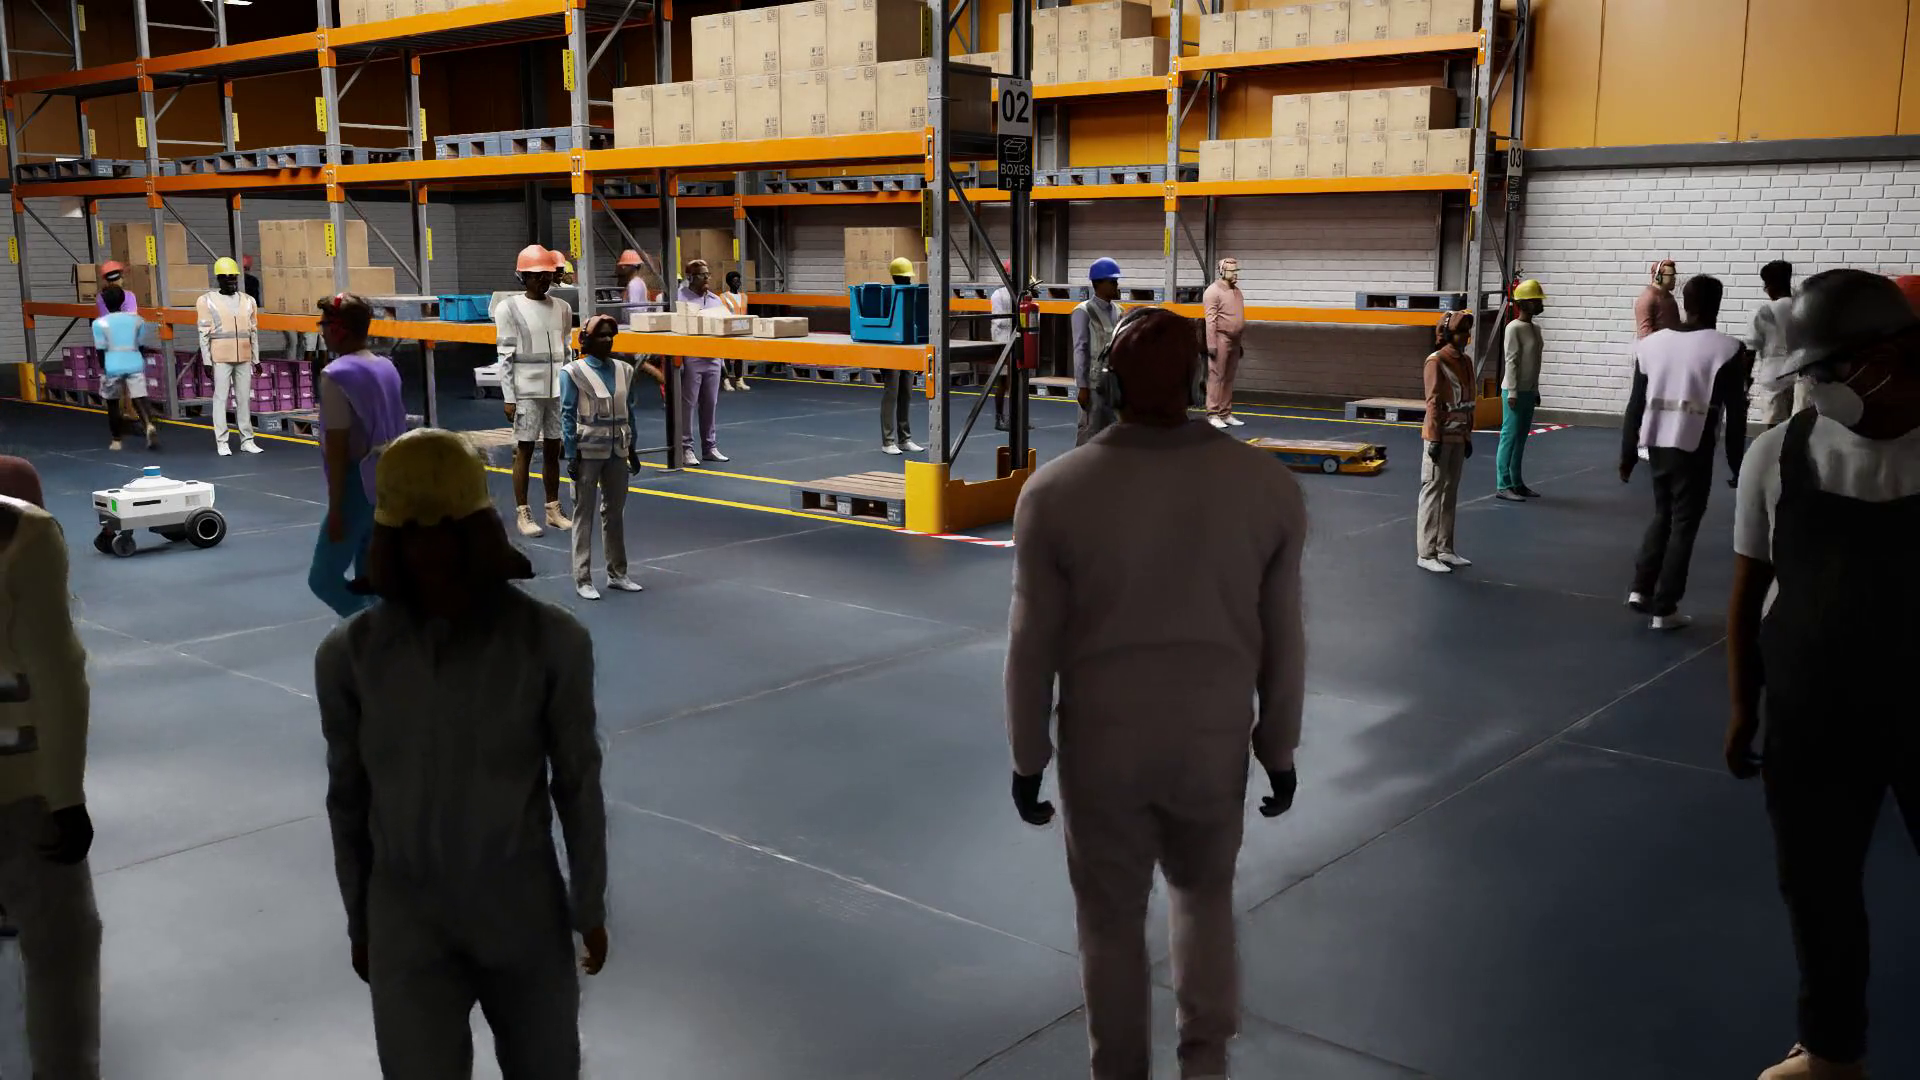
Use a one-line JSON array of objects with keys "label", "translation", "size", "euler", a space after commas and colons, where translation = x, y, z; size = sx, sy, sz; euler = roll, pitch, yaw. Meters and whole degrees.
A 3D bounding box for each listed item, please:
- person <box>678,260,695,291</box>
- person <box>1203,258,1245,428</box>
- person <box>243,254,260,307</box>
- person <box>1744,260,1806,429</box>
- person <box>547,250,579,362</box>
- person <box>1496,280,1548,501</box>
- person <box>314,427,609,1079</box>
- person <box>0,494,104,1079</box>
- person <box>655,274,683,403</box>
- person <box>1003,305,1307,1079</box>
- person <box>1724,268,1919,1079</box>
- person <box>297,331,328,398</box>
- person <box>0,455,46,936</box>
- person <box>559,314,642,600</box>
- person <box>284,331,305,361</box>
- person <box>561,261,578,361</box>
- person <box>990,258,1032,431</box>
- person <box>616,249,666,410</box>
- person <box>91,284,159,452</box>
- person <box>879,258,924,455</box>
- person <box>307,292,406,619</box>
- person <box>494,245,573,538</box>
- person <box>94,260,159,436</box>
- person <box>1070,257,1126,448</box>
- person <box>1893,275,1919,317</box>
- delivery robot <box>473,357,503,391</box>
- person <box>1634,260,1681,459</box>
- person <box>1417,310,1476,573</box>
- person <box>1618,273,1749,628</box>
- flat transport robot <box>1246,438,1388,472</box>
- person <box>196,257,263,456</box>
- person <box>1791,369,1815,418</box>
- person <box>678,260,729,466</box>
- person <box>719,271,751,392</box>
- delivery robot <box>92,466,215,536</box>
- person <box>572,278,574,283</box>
[{"label": "person", "translation": [-4.117, -3.424, 25.857], "size": [0.403, 1.837, 0.591], "euler": [8, 13, 40]}, {"label": "person", "translation": [3.018, -2.225, 18.832], "size": [0.407, 1.908, 0.641], "euler": [8, 13, 40]}, {"label": "person", "translation": [-11.036, -3.418, 25.574], "size": [1.041, 1.926, 0.668], "euler": [10, 14, 44]}, {"label": "person", "translation": [6.608, -1.274, 13.350], "size": [0.638, 1.924, 0.536], "euler": [0, 10, -1]}, {"label": "person", "translation": [-4.345, -2.112, 17.938], "size": [0.382, 1.995, 0.612], "euler": [8, 13, 40]}, {"label": "person", "translation": [4.539, -1.203, 13.402], "size": [0.308, 1.772, 0.526], "euler": [8, 13, 40]}, {"label": "person", "translation": [-0.889, 0.636, 3.046], "size": [0.493, 1.722, 0.693], "euler": [-2, 10, -8]}, {"label": "person", "translation": [-2.116, 0.509, 3.614], "size": [0.694, 1.784, 0.439], "euler": [1, 10, 8]}, {"label": "person", "translation": [-3.714, -2.644, 21.606], "size": [0.308, 1.772, 0.526], "euler": [8, 13, 40]}, {"label": "person", "translation": [0.416, 0.436, 3.701], "size": [0.663, 1.898, 0.415], "euler": [-1, 10, -4]}, {"label": "person", "translation": [2.143, 0.362, 3.720], "size": [0.864, 2.000, 0.540], "euler": [8, 12, 37]}, {"label": "person", "translation": [-8.725, -2.891, 22.520], "size": [0.353, 1.942, 0.545], "euler": [8, 13, 40]}, {"label": "person", "translation": [-3.080, 0.278, 5.138], "size": [0.896, 1.722, 0.540], "euler": [9, 13, 42]}, {"label": "person", "translation": [-2.089, -0.485, 9.674], "size": [0.309, 1.645, 0.515], "euler": [8, 13, 40]}, {"label": "person", "translation": [-9.954, -3.303, 24.924], "size": [0.442, 1.918, 0.632], "euler": [6, 12, 31]}, {"label": "person", "translation": [-5.734, -3.149, 24.302], "size": [0.403, 1.833, 0.591], "euler": [8, 13, 40]}, {"label": "person", "translation": [0.598, -2.148, 18.427], "size": [0.594, 1.924, 0.380], "euler": [-8, 13, -39]}, {"label": "person", "translation": [-3.996, -2.613, 20.759], "size": [0.967, 2.011, 0.623], "euler": [-2, 10, -12]}, {"label": "person", "translation": [-8.224, -1.681, 16.387], "size": [0.720, 1.674, 0.522], "euler": [9, 14, 43]}, {"label": "person", "translation": [-0.578, -1.807, 16.407], "size": [0.387, 1.925, 0.597], "euler": [8, 13, 40]}, {"label": "person", "translation": [-2.674, -0.185, 7.426], "size": [0.444, 1.827, 0.600], "euler": [1, 10, 8]}, {"label": "person", "translation": [-2.953, -1.045, 11.725], "size": [0.378, 2.044, 0.608], "euler": [8, 13, 40]}, {"label": "person", "translation": [-9.028, -2.070, 18.026], "size": [0.707, 1.898, 0.353], "euler": [5, 11, 26]}, {"label": "person", "translation": [1.104, -1.229, 13.034], "size": [0.383, 1.951, 0.605], "euler": [8, 13, 40]}, {"label": "person", "translation": [3.379, 0.002, 6.146], "size": [0.423, 1.923, 0.591], "euler": [7, 12, 33]}, {"label": "delivery robot", "translation": [-6.155, -2.214, 22.349], "size": [0.707, 0.478, 0.477], "euler": [1, 10, 5]}, {"label": "person", "translation": [6.727, -1.732, 16.027], "size": [0.407, 1.908, 0.641], "euler": [8, 13, 40]}, {"label": "person", "translation": [3.068, -0.624, 10.475], "size": [0.309, 1.641, 0.515], "euler": [8, 13, 40]}, {"label": "person", "translation": [3.851, -0.464, 8.870], "size": [0.459, 1.892, 0.596], "euler": [-7, 12, -33]}, {"label": "flat transport robot", "translation": [3.162, -0.790, 15.313], "size": [1.431, 0.197, 0.652], "euler": [5, 11, 25]}, {"label": "person", "translation": [-7.135, -1.792, 16.297], "size": [0.363, 1.930, 0.588], "euler": [8, 13, 40]}, {"label": "person", "translation": [4.004, -0.185, 7.538], "size": [0.539, 1.795, 0.959], "euler": [4, 11, 20]}, {"label": "person", "translation": [-2.438, -1.662, 15.616], "size": [0.407, 1.913, 0.641], "euler": [8, 13, 40]}, {"label": "person", "translation": [-3.198, -2.954, 23.578], "size": [0.318, 1.697, 0.536], "euler": [8, 13, 40]}, {"label": "delivery robot", "translation": [-5.409, -0.250, 11.166], "size": [0.477, 0.478, 0.707], "euler": [8, 13, 40]}, {"label": "person", "translation": [-6.318, -3.548, 26.258], "size": [0.661, 1.944, 0.678], "euler": [3, 10, 14]}]
